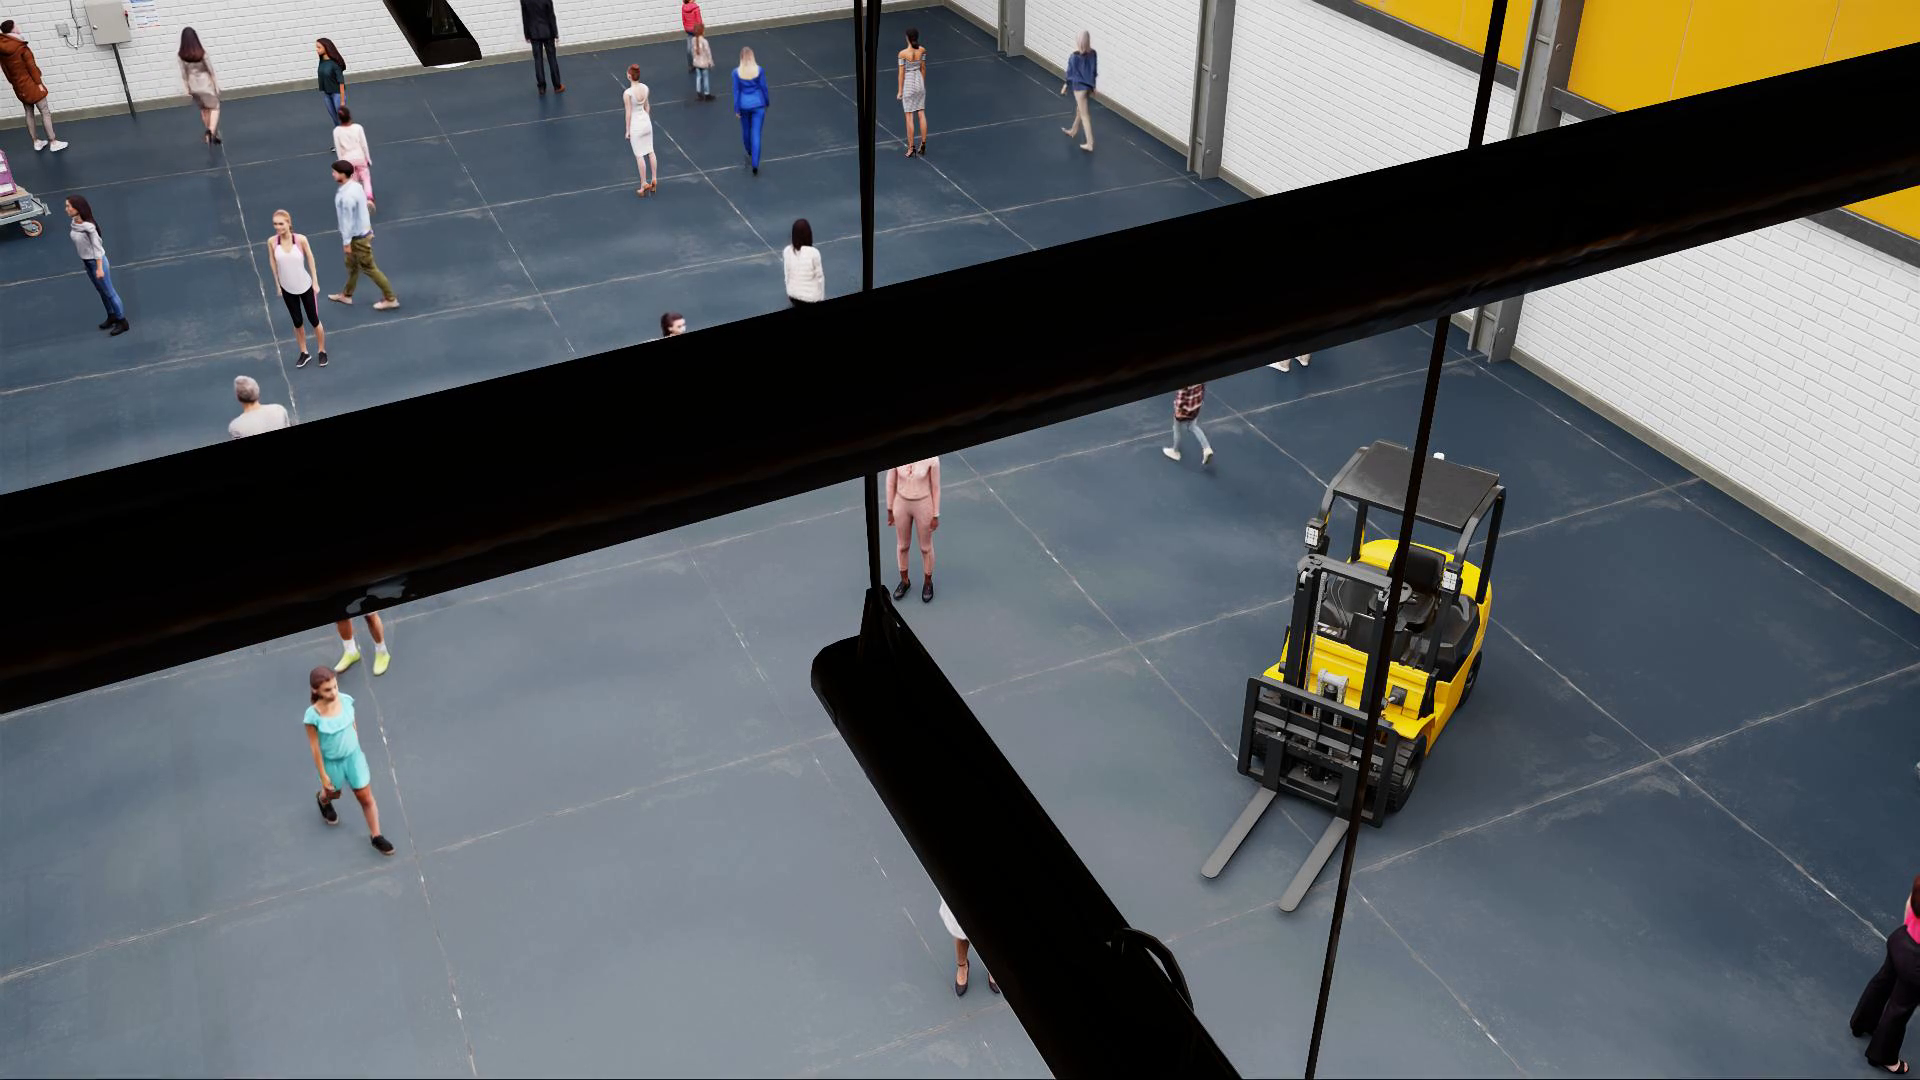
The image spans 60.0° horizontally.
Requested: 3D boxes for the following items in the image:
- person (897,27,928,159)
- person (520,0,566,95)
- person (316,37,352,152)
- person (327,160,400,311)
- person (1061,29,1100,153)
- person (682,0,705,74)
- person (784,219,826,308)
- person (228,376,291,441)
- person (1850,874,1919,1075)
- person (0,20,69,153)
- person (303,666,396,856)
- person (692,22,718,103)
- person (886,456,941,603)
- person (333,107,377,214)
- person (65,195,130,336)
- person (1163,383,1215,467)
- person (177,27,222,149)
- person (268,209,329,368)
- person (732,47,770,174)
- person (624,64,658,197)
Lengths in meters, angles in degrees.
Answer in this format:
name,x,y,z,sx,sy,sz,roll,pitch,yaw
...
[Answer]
name,x,y,z,sx,sy,sz,roll,pitch,yaw
person,-0.644,-6.246,23.192,0.615,1.822,0.552,-18,38,-25
person,-6.413,-7.748,25.472,0.750,1.800,0.722,-1,34,-2
person,-8.791,-6.262,23.401,0.684,1.617,0.767,20,39,27
person,-6.813,-3.457,19.040,0.960,1.774,1.093,-4,34,-7
person,1.795,-6.295,23.410,0.818,1.662,1.079,-28,42,-35
person,-4.242,-8.084,26.413,0.584,1.317,0.658,16,37,23
person,-1.697,-2.655,17.960,0.734,1.632,0.790,11,35,16
person,-5.970,-0.531,14.530,0.812,1.894,0.775,-28,43,-35
person,5.816,2.537,10.126,0.732,1.658,0.637,5,34,8
person,-13.107,-6.385,23.387,0.854,1.839,0.902,7,34,11
person,-4.436,1.524,11.764,1.107,1.533,0.803,29,43,36
person,-3.933,-7.273,25.305,0.541,1.194,0.630,19,38,26
person,-0.393,-0.255,14.270,0.703,1.721,0.727,6,34,9
person,-7.823,-4.900,21.516,0.552,1.435,0.792,-13,36,-19
person,-9.674,-3.101,18.631,0.583,1.633,0.729,27,42,34
person,2.275,-1.300,16.229,0.660,1.294,0.858,-26,41,-33
person,-10.644,-6.287,23.336,0.784,1.731,1.015,-4,34,-6
person,-7.132,-2.722,17.922,0.662,1.787,0.632,-2,34,-4
person,-2.846,-5.839,22.727,0.947,1.659,1.220,0,34,0
person,-4.221,-5.424,21.982,0.611,1.792,0.629,25,41,32
